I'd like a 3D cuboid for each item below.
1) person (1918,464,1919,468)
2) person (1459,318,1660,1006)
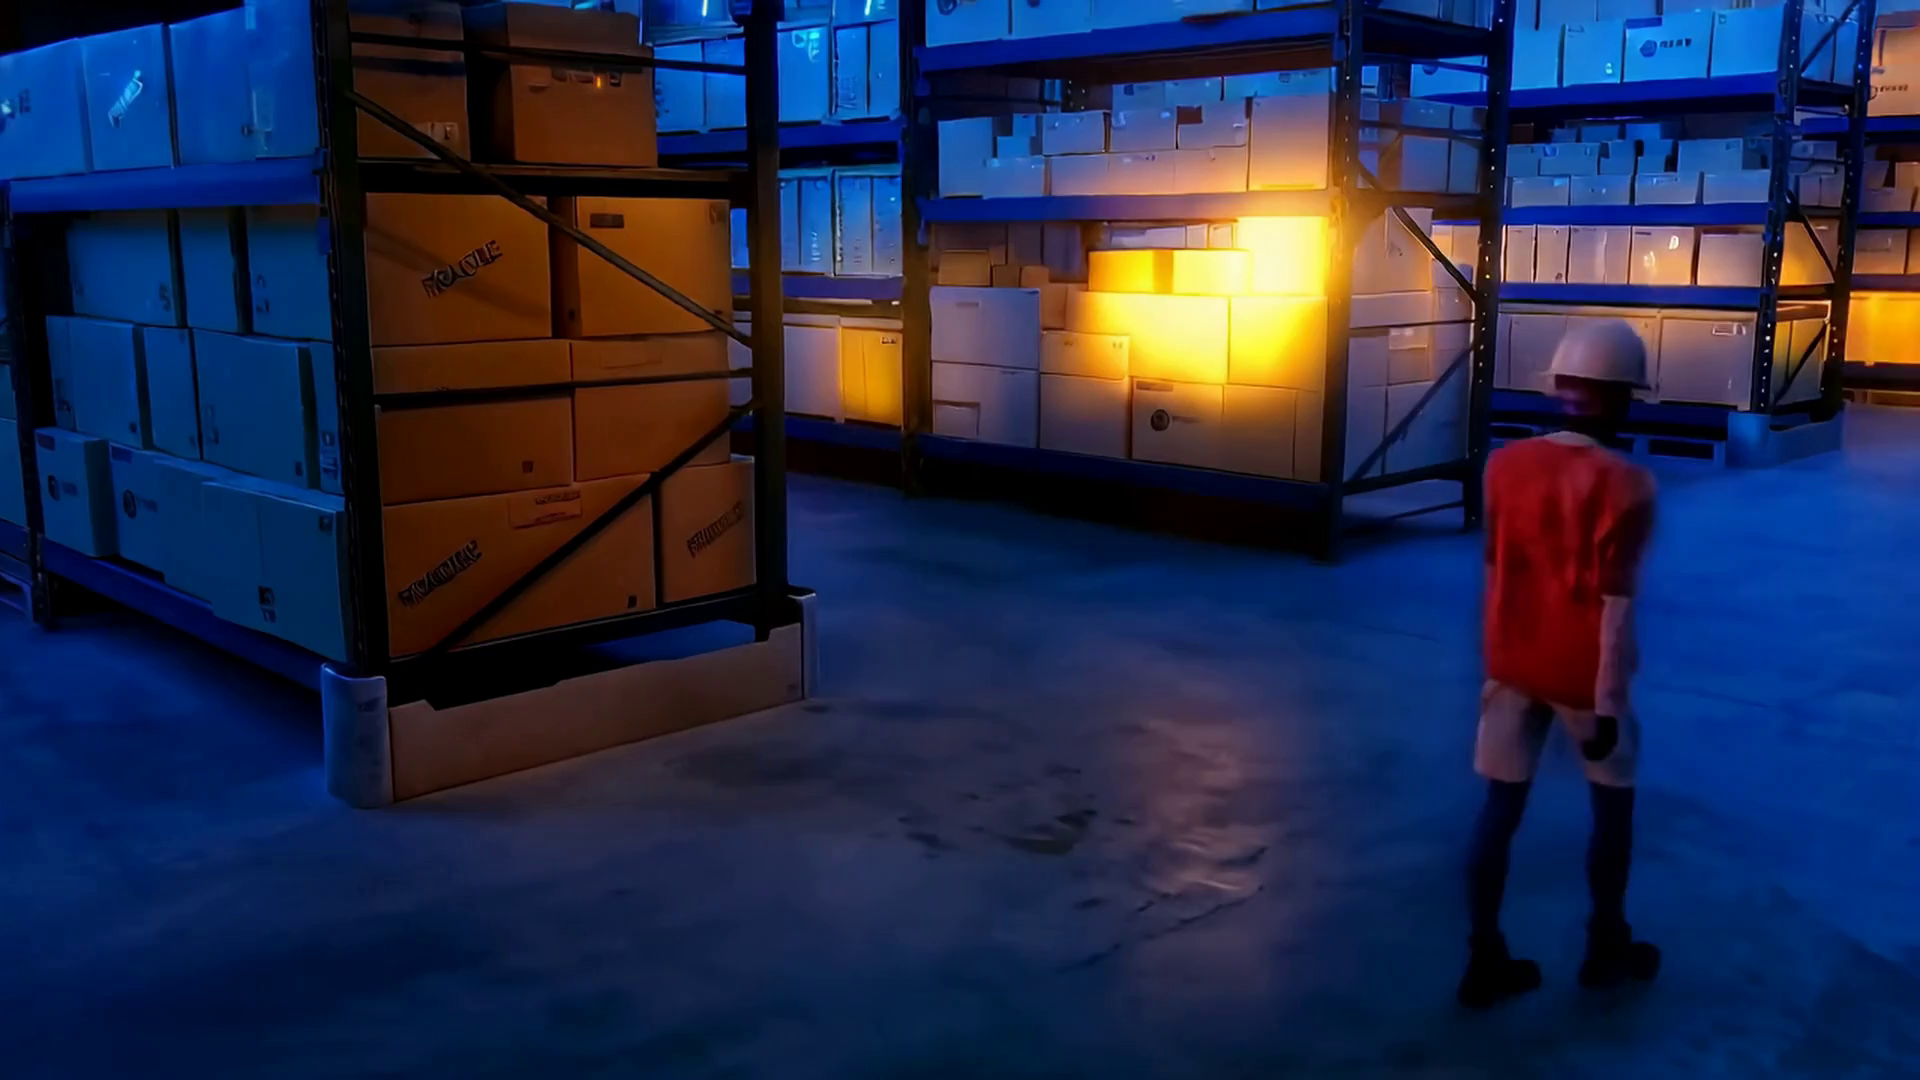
[{"bbox_3d":[8.925,-1.424,14.628,0.928,1.784,0.693,-2,11,-11],"label":"person"},{"bbox_3d":[1.712,0.346,4.647,0.777,1.905,0.548,-8,13,-38],"label":"person"}]
